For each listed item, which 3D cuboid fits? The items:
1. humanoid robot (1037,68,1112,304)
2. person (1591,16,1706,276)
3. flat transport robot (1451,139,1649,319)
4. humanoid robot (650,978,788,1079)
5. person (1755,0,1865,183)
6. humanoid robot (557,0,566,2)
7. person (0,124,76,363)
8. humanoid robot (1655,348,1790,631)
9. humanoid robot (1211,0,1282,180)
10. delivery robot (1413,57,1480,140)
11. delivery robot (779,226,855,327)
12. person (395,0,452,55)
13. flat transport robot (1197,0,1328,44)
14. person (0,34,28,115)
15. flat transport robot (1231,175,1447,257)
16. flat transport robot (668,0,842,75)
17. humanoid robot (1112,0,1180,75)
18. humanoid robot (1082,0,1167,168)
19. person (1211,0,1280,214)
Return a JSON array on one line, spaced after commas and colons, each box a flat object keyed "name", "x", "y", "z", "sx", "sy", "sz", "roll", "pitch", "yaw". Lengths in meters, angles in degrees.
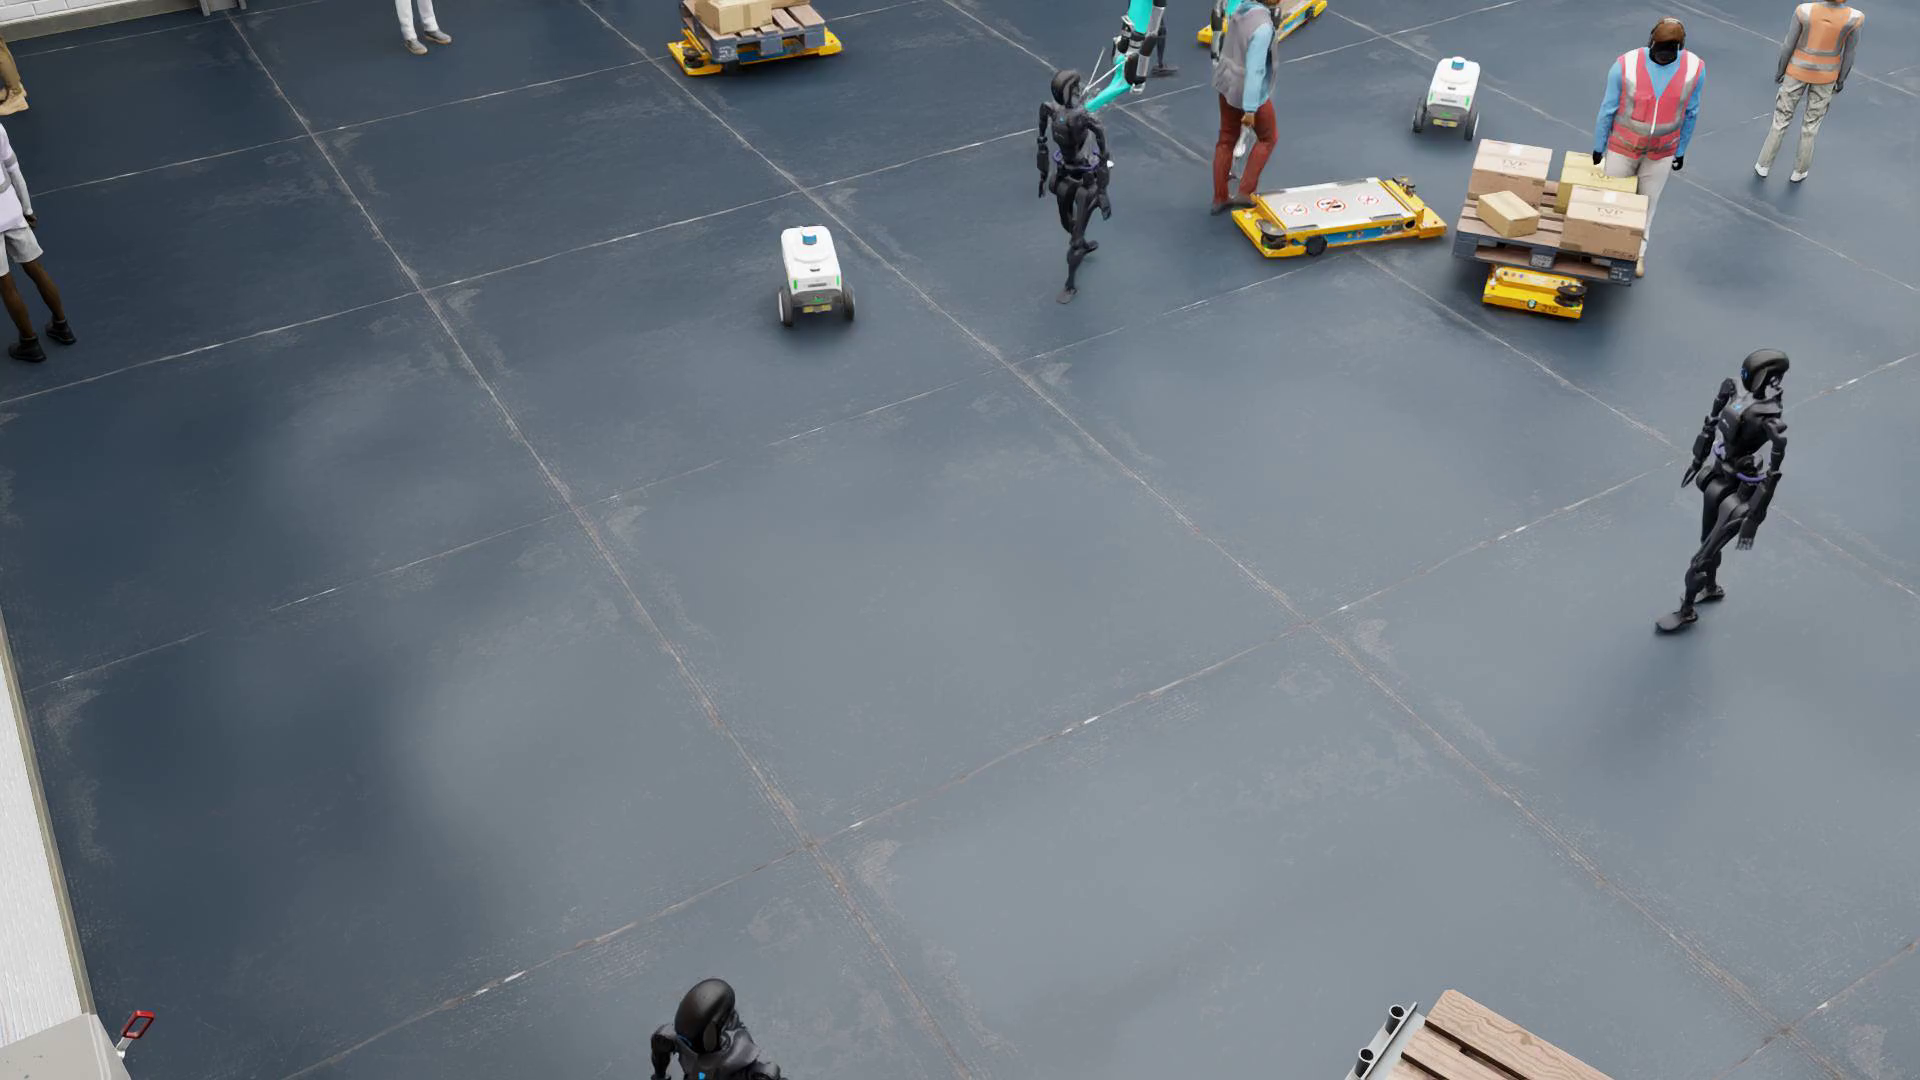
[{"name": "humanoid robot", "x": 0.837, "y": -2.476, "z": 11.329, "sx": 0.609, "sy": 1.637, "sz": 0.705, "roll": 25, "pitch": 45, "yaw": 28}, {"name": "person", "x": 4.682, "y": -2.707, "z": 11.452, "sx": 0.638, "sy": 1.831, "sz": 0.430, "roll": 8, "pitch": 39, "yaw": 9}, {"name": "flat transport robot", "x": 4.161, "y": -2.045, "z": 11.873, "sx": 0.659, "sy": 0.231, "sz": 1.431, "roll": 13, "pitch": 40, "yaw": 16}, {"name": "humanoid robot", "x": -0.746, "y": 2.047, "z": 5.576, "sx": 0.612, "sy": 1.652, "sz": 0.365, "roll": 15, "pitch": 41, "yaw": 18}, {"name": "person", "x": 6.449, "y": -3.506, "z": 12.613, "sx": 0.511, "sy": 1.637, "sz": 0.305, "roll": 17, "pitch": 41, "yaw": 20}, {"name": "humanoid robot", "x": -3.833, "y": -5.907, "z": 15.609, "sx": 0.369, "sy": 1.653, "sz": 0.602, "roll": 23, "pitch": 44, "yaw": 27}, {"name": "person", "x": -6.138, "y": -2.035, "z": 10.518, "sx": 0.371, "sy": 1.934, "sz": 0.550, "roll": 19, "pitch": 42, "yaw": 23}, {"name": "humanoid robot", "x": 3.928, "y": -0.276, "z": 8.510, "sx": 0.511, "sy": 1.640, "sz": 0.593, "roll": -9, "pitch": 39, "yaw": -11}, {"name": "humanoid robot", "x": 2.207, "y": -3.608, "z": 12.703, "sx": 0.529, "sy": 1.803, "sz": 0.952, "roll": -1, "pitch": 38, "yaw": -2}, {"name": "delivery robot", "x": 4.049, "y": -3.670, "z": 13.681, "sx": 0.499, "sy": 0.581, "sz": 0.768, "roll": 13, "pitch": 40, "yaw": 15}, {"name": "delivery robot", "x": -1.014, "y": -1.837, "z": 11.374, "sx": 0.499, "sy": 0.587, "sz": 0.789, "roll": -7, "pitch": 39, "yaw": -9}, {"name": "person", "x": -4.866, "y": -5.258, "z": 14.626, "sx": 0.339, "sy": 1.882, "sz": 0.582, "roll": 22, "pitch": 43, "yaw": 25}, {"name": "flat transport robot", "x": 2.827, "y": -4.873, "z": 15.441, "sx": 0.659, "sy": 0.231, "sz": 1.431, "roll": 22, "pitch": 44, "yaw": 26}, {"name": "person", "x": -8.083, "y": -4.403, "z": 13.647, "sx": 0.366, "sy": 1.762, "sz": 0.522, "roll": -17, "pitch": 41, "yaw": -20}, {"name": "flat transport robot", "x": 2.805, "y": -2.394, "z": 12.312, "sx": 1.431, "sy": 0.231, "sz": 0.659, "roll": -9, "pitch": 39, "yaw": -12}, {"name": "flat transport robot", "x": -1.846, "y": -4.467, "z": 14.929, "sx": 1.431, "sy": 0.231, "sz": 0.659, "roll": -15, "pitch": 41, "yaw": -18}, {"name": "humanoid robot", "x": 1.621, "y": -4.785, "z": 14.202, "sx": 0.558, "sy": 1.645, "sz": 0.612, "roll": -12, "pitch": 40, "yaw": -15}, {"name": "humanoid robot", "x": 1.144, "y": -3.566, "z": 12.667, "sx": 0.802, "sy": 1.838, "sz": 0.543, "roll": -9, "pitch": 39, "yaw": -11}, {"name": "person", "x": 2.100, "y": -3.253, "z": 12.113, "sx": 0.508, "sy": 1.858, "sz": 0.519, "roll": -20, "pitch": 43, "yaw": -23}]
